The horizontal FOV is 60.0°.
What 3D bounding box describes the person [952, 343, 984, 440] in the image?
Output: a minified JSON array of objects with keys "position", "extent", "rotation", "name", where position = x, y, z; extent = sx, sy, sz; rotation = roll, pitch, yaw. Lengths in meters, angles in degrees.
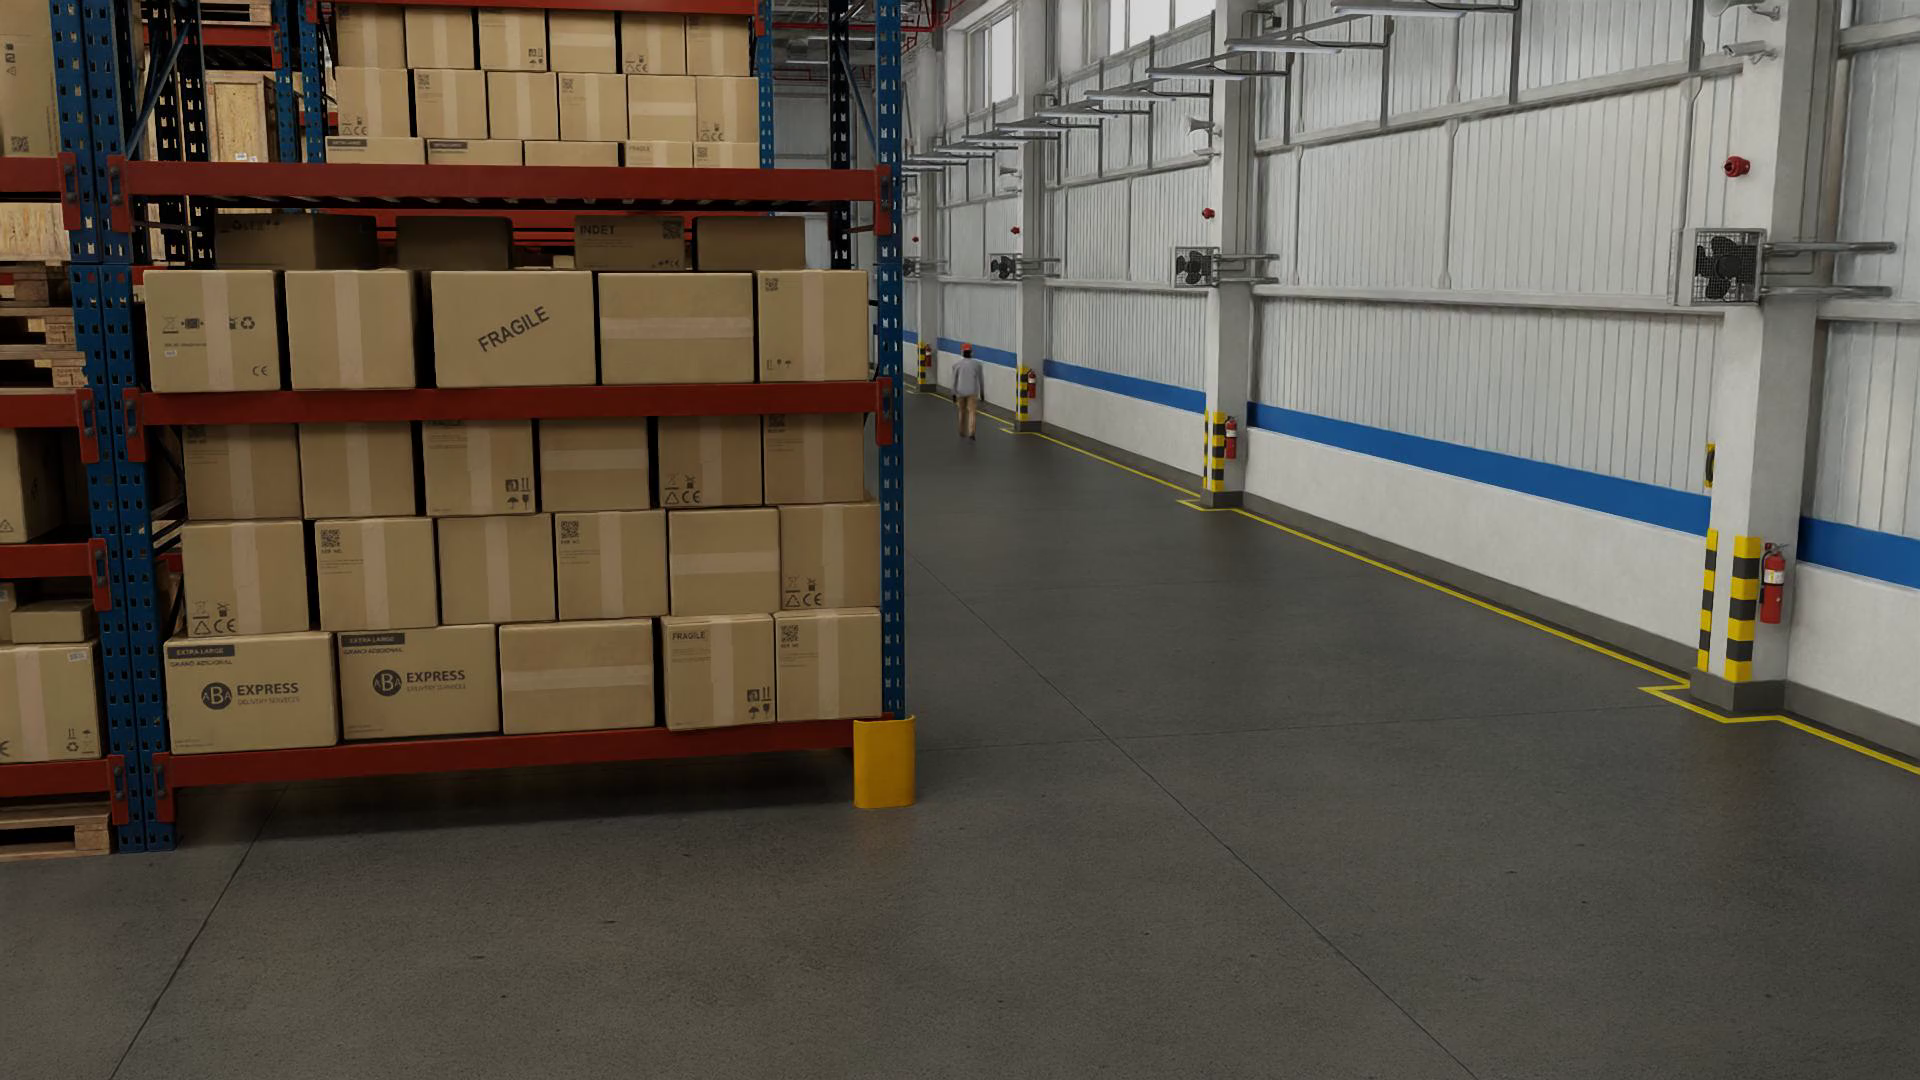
[{"position":[0.141,-2.620,29.361],"extent":[0.575,1.705,0.865],"rotation":[0,9,2],"name":"person"}]
